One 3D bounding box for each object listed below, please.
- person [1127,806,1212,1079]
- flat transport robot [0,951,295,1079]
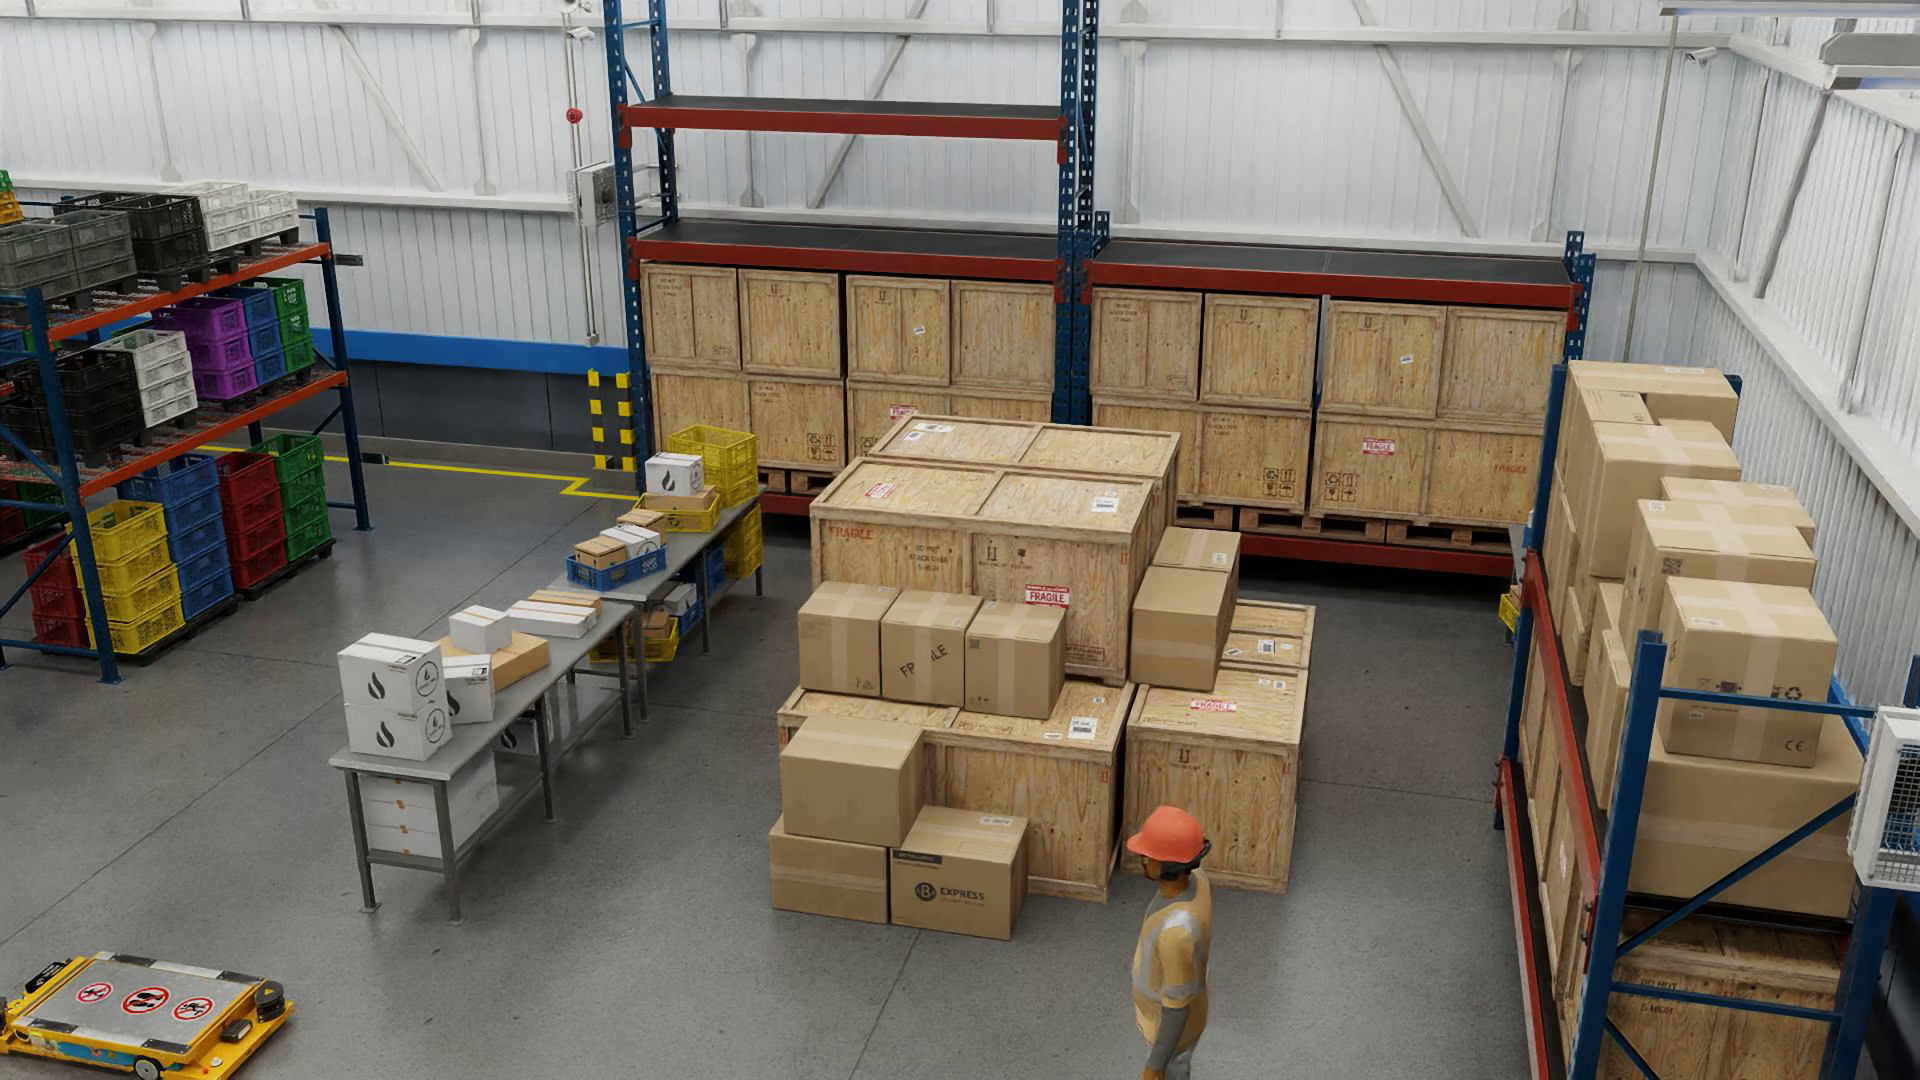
[{"bbox_3d":[0.878,2.060,7.172,0.375,2.045,0.605,5,21,12],"label":"person"},{"bbox_3d":[-4.270,2.464,8.601,1.431,0.231,0.659,5,22,13],"label":"flat transport robot"}]
